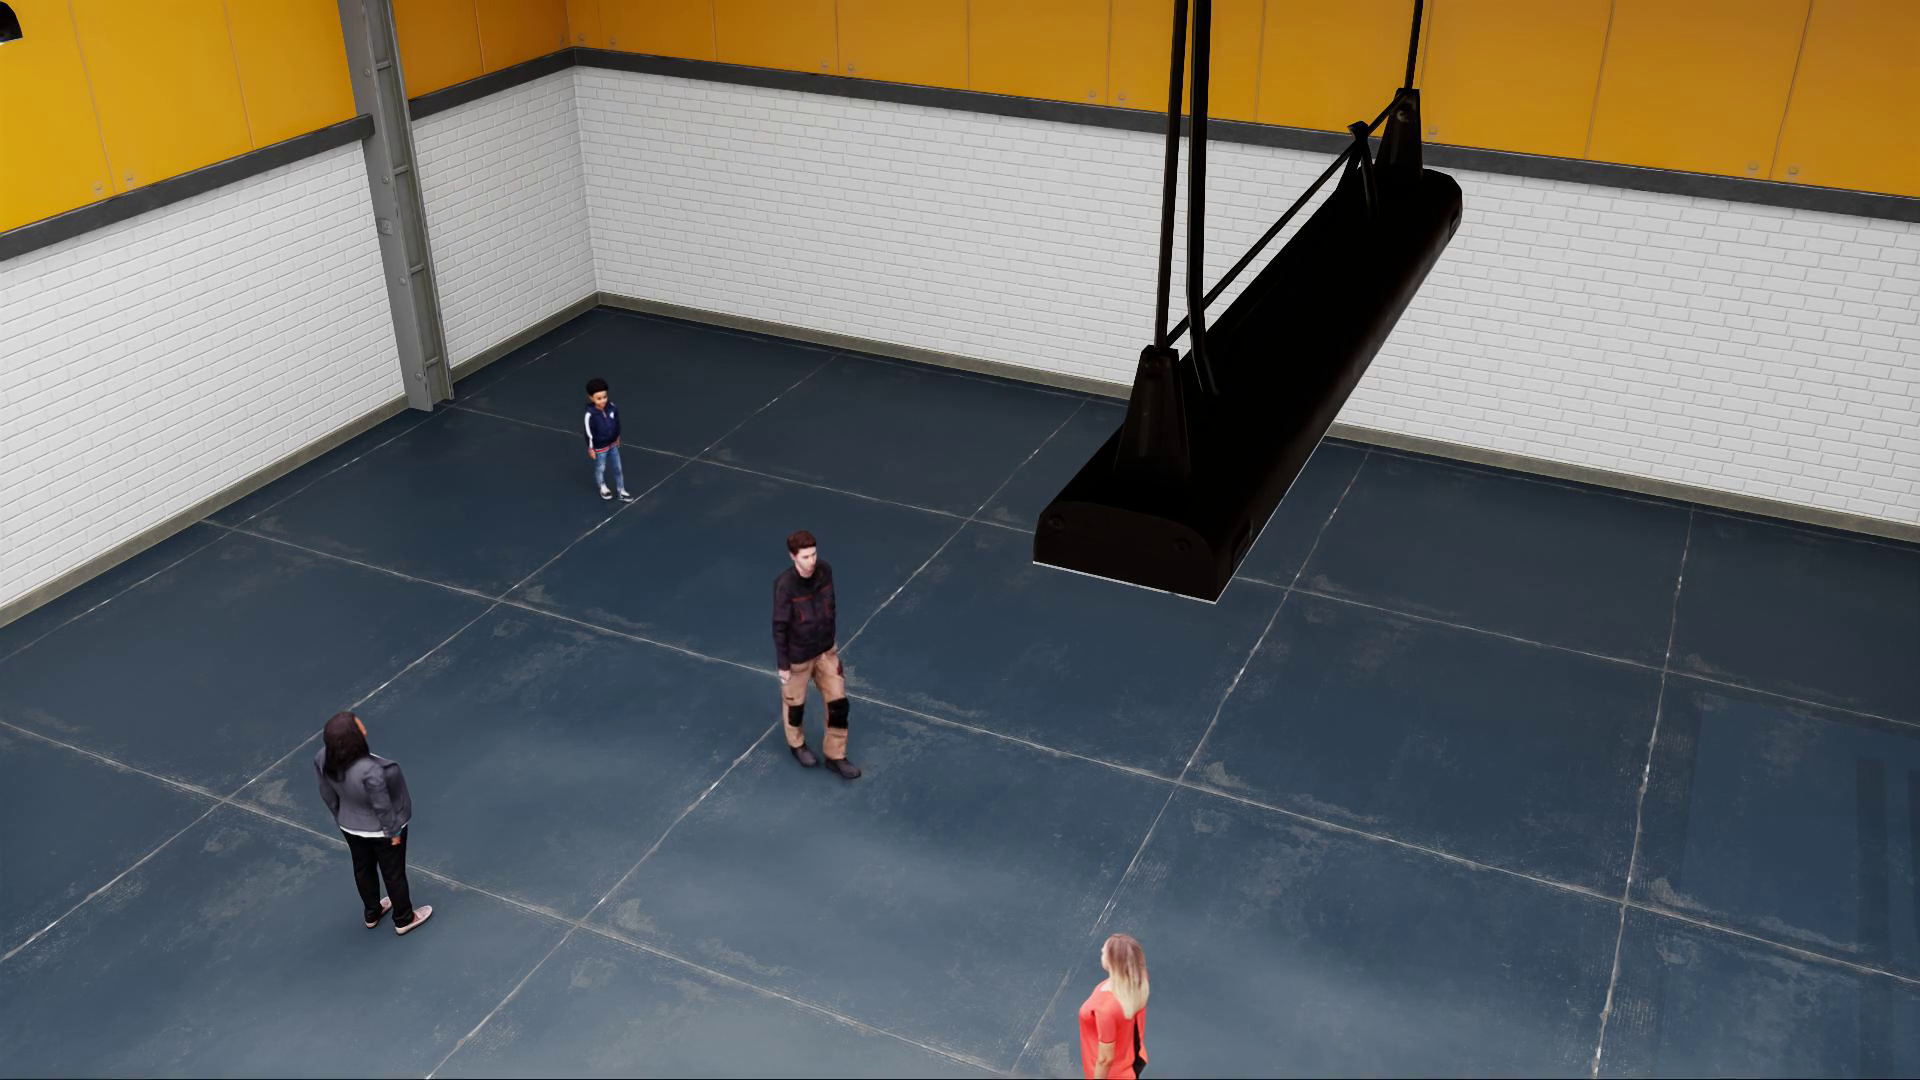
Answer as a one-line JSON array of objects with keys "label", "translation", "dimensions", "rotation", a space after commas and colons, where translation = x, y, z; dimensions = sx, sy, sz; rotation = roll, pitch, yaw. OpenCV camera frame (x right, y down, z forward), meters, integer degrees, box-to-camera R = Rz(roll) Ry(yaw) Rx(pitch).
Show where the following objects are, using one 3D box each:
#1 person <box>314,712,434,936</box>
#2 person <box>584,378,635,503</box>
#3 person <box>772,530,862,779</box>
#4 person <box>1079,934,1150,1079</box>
[{"label": "person", "translation": [-3.580, 1.709, 10.098], "dimensions": [0.660, 1.598, 0.644], "rotation": [11, 31, 20]}, {"label": "person", "translation": [-3.315, -0.941, 15.364], "dimensions": [0.724, 1.206, 0.750], "rotation": [-20, 35, -32]}, {"label": "person", "translation": [-1.102, 0.744, 11.548], "dimensions": [0.989, 1.902, 0.997], "rotation": [-21, 35, -34]}, {"label": "person", "translation": [0.783, 2.640, 8.293], "dimensions": [0.670, 1.693, 0.498], "rotation": [16, 32, 27]}]
